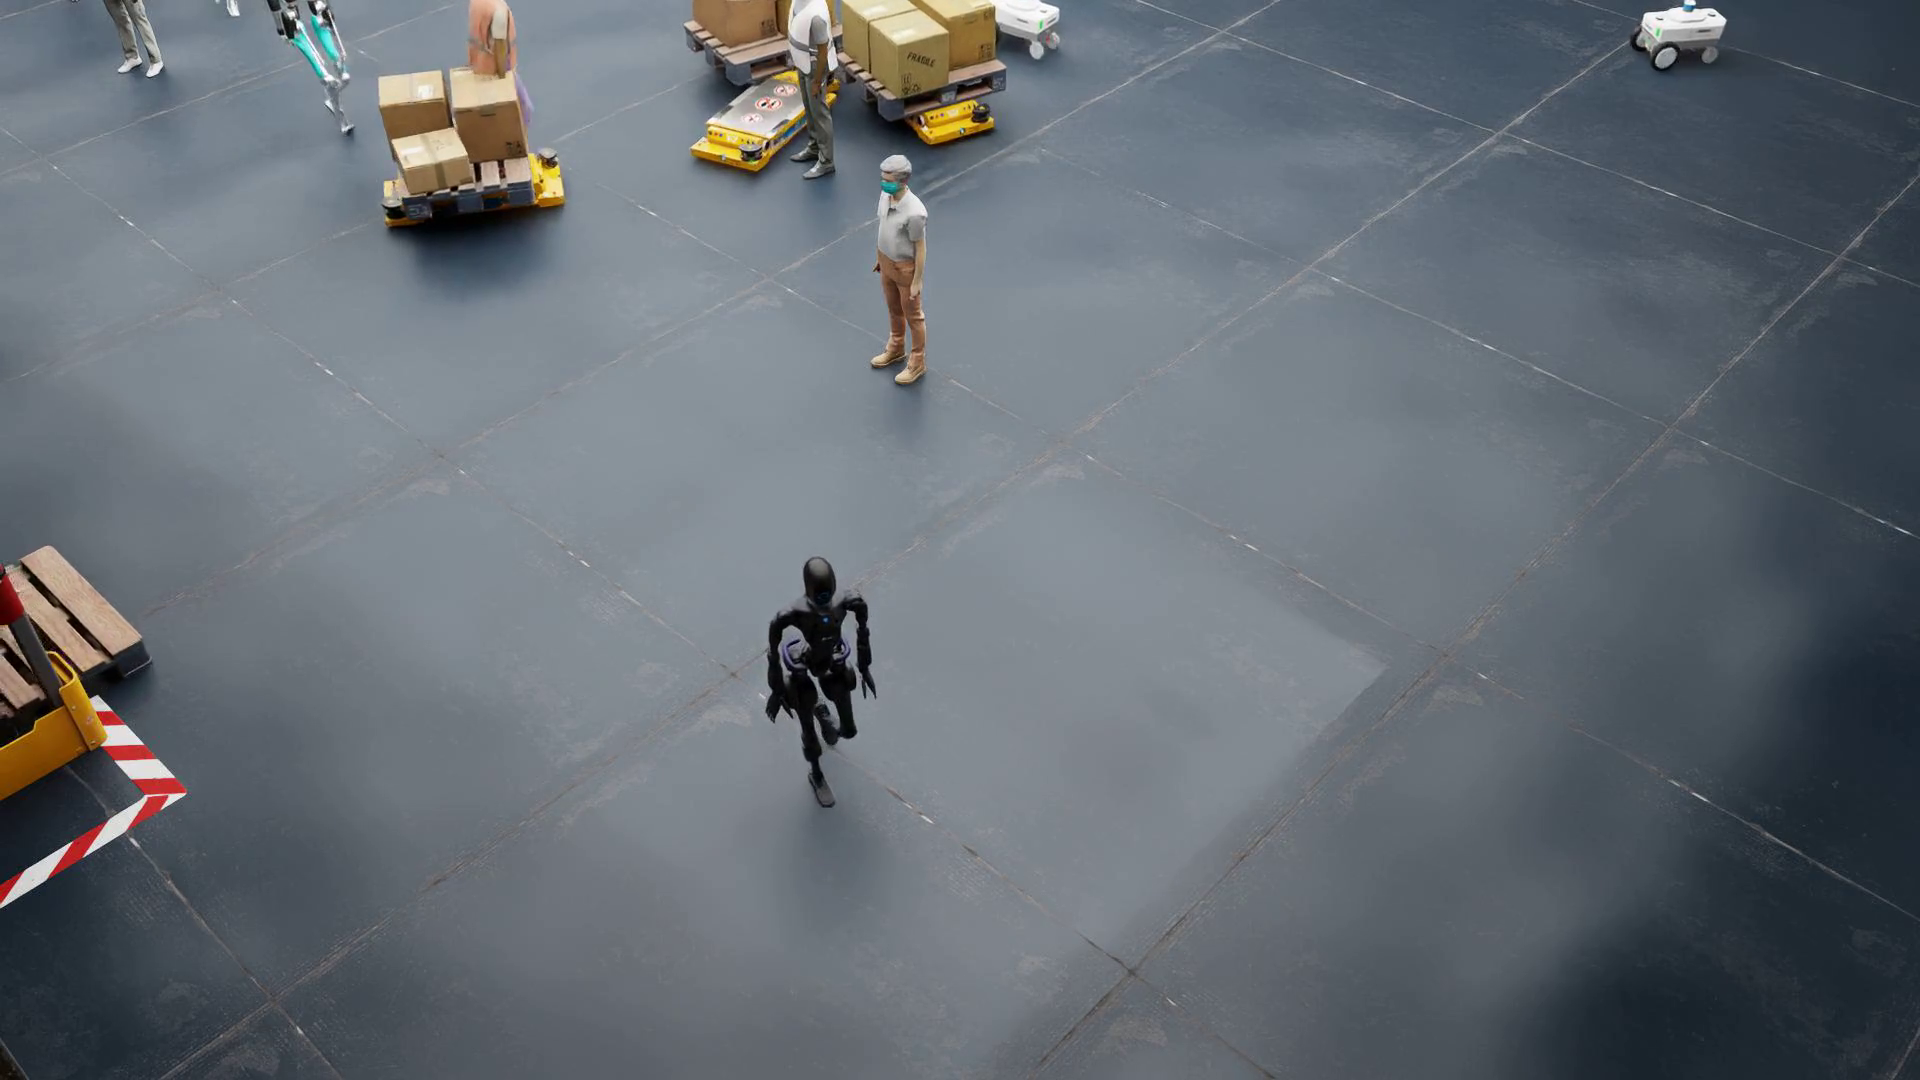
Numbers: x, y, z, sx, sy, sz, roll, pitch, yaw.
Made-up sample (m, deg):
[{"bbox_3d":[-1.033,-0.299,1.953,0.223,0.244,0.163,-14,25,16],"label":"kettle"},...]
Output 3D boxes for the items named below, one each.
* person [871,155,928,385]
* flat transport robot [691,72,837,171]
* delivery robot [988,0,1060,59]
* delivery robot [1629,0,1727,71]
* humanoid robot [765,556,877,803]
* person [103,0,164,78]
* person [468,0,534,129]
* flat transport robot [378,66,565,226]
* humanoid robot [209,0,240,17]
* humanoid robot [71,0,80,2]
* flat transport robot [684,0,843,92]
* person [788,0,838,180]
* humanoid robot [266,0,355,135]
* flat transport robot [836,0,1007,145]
[{"bbox_3d":[-0.419,-1.883,11.515,0.321,1.746,0.474,-29,49,-28],"label":"person"},{"bbox_3d":[-1.711,-3.704,14.643,0.659,0.231,1.431,18,45,19],"label":"flat transport robot"},{"bbox_3d":[0.561,-4.948,15.826,0.808,0.614,0.499,27,48,26],"label":"delivery robot"},{"bbox_3d":[6.743,-4.749,15.604,0.814,0.612,0.499,-6,42,-7],"label":"delivery robot"},{"bbox_3d":[-0.771,0.662,8.734,0.605,1.641,0.506,-16,44,-17],"label":"humanoid robot"},{"bbox_3d":[-7.651,-5.018,15.077,0.517,1.640,0.305,12,43,13],"label":"person"},{"bbox_3d":[-3.780,-3.882,13.694,0.528,1.800,0.608,-27,49,-27],"label":"person"},{"bbox_3d":[-4.033,-2.919,13.770,1.431,0.231,0.659,-10,43,-11],"label":"flat transport robot"},{"bbox_3d":[-7.300,-5.889,16.053,0.545,1.884,0.797,-19,45,-20],"label":"humanoid robot"},{"bbox_3d":[-8.876,-6.083,16.232,0.610,1.640,0.347,-29,50,-28],"label":"humanoid robot"},{"bbox_3d":[-1.770,-4.462,15.485,0.659,0.231,1.431,-24,47,-24],"label":"flat transport robot"},{"bbox_3d":[-1.213,-3.878,13.658,0.388,1.845,0.564,-15,44,-16],"label":"person"},{"bbox_3d":[-5.510,-4.336,14.307,0.537,1.853,0.831,-30,50,-29],"label":"humanoid robot"},{"bbox_3d":[-0.339,-4.003,14.975,0.659,0.231,1.431,-21,46,-22],"label":"flat transport robot"}]
